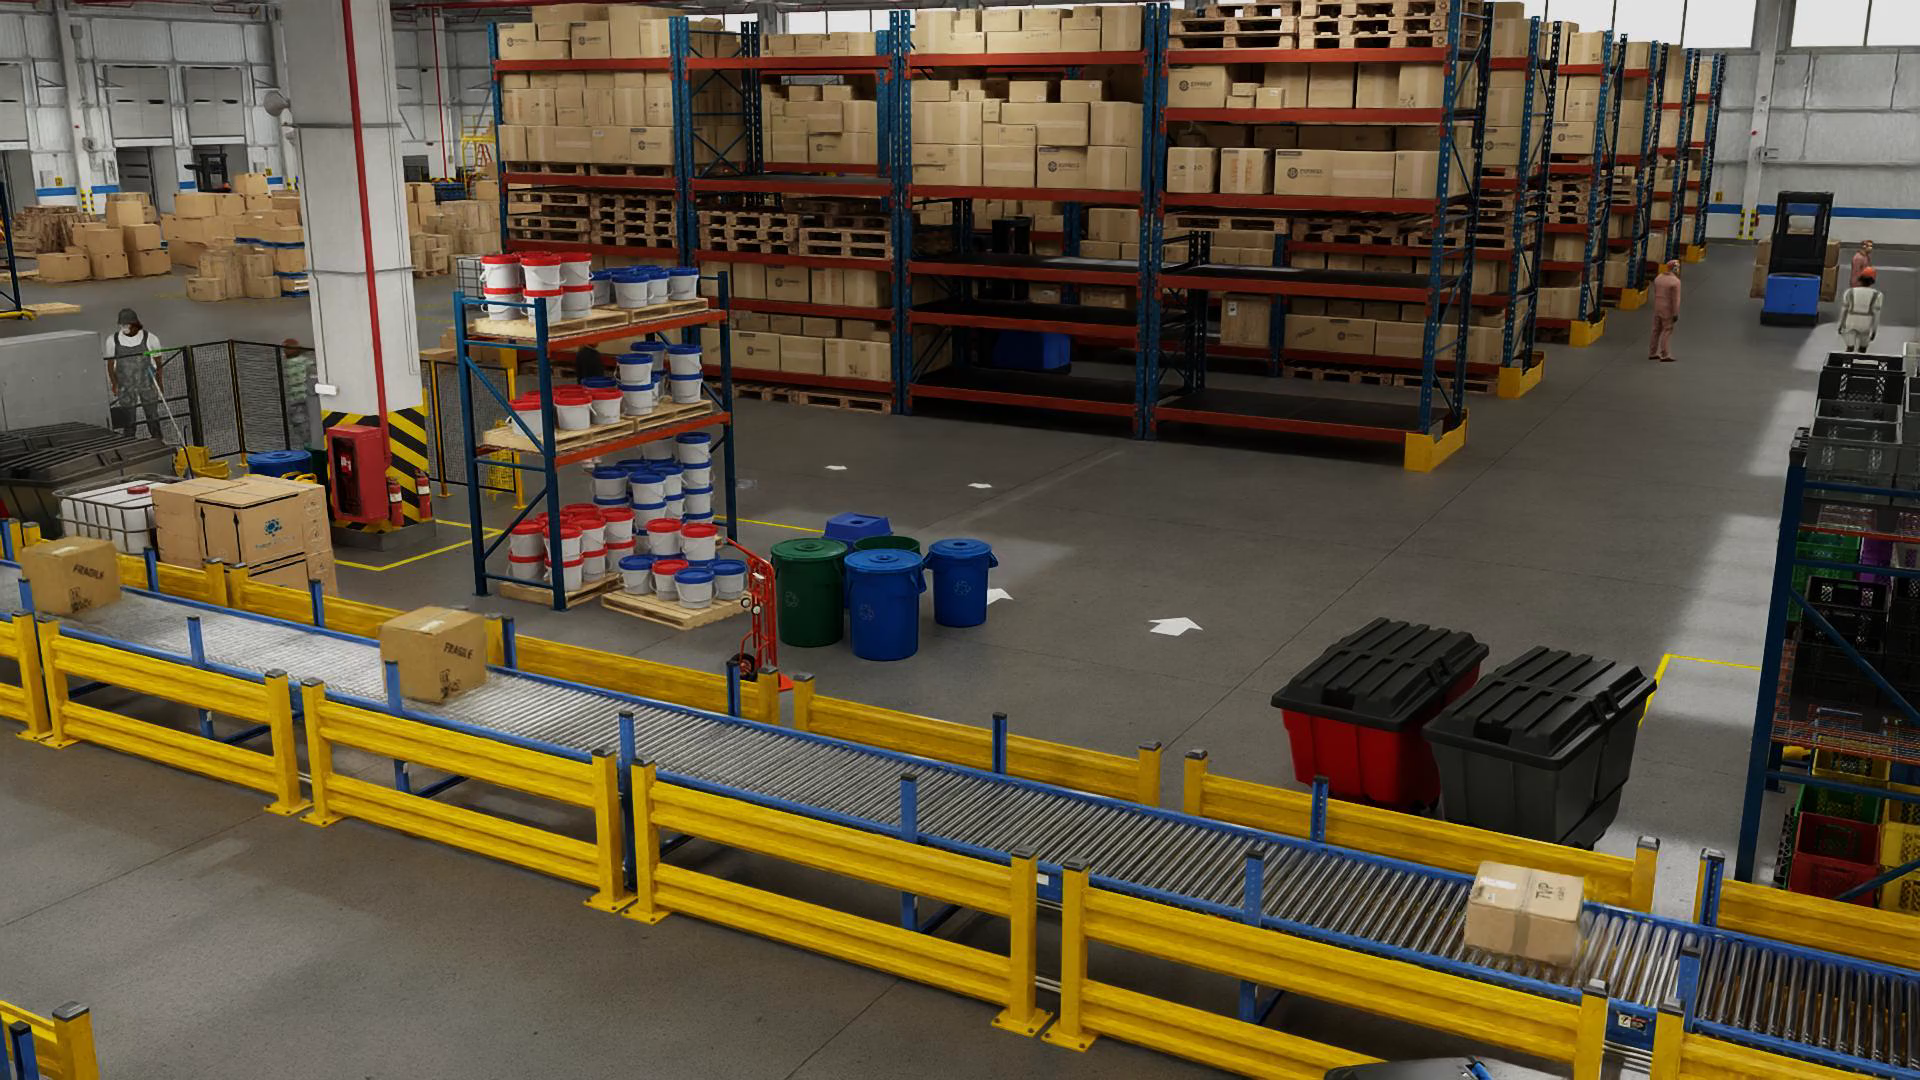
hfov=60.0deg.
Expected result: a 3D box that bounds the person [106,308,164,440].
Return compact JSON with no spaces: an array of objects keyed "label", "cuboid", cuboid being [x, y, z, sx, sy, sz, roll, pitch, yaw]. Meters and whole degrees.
[{"label":"person","cuboid":[-11.351,-2.185,22.924,0.684,2.000,0.535,-5,16,-19]}]

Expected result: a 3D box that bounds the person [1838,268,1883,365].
[{"label":"person","cuboid":[15.500,-3.687,28.669,0.635,1.989,1.038,9,17,31]}]

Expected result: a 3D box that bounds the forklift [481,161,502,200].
[{"label":"forklift","cuboid":[-17.525,-13.636,64.361,1.873,2.768,1.129,0,15,1]}]

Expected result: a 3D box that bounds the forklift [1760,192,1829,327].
[{"label":"forklift","cuboid":[18.193,-6.128,36.139,1.129,2.768,1.873,8,17,27]}]

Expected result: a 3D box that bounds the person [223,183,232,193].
[{"label":"person","cuboid":[-25.580,-11.501,58.170,0.403,1.920,0.587,-9,17,-30]}]

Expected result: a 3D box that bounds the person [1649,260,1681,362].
[{"label":"person","cuboid":[13.224,-4.284,31.092,0.400,1.901,0.645,-5,16,-18]}]

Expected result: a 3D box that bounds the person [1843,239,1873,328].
[{"label":"person","cuboid":[19.226,-5.461,35.527,0.399,1.899,0.635,14,20,42]}]

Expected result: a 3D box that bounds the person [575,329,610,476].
[{"label":"person","cuboid":[-4.798,-1.847,21.745,0.392,1.988,0.623,2,15,7]}]

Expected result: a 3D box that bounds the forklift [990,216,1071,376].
[{"label":"forklift","cuboid":[0.906,-4.165,28.759,1.873,2.768,1.129,8,17,28]}]

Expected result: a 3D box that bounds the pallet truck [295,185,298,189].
[{"label":"pallet truck","cuboid":[-26.804,-14.617,69.738,1.885,1.965,0.823,-14,20,-42]}]

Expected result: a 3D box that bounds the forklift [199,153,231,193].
[{"label":"forklift","cuboid":[-27.440,-12.865,61.464,1.873,2.768,1.129,8,17,28]}]

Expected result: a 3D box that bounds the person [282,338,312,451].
[{"label":"person","cuboid":[-9.111,-1.975,22.921,0.397,1.619,0.571,1,15,2]}]
